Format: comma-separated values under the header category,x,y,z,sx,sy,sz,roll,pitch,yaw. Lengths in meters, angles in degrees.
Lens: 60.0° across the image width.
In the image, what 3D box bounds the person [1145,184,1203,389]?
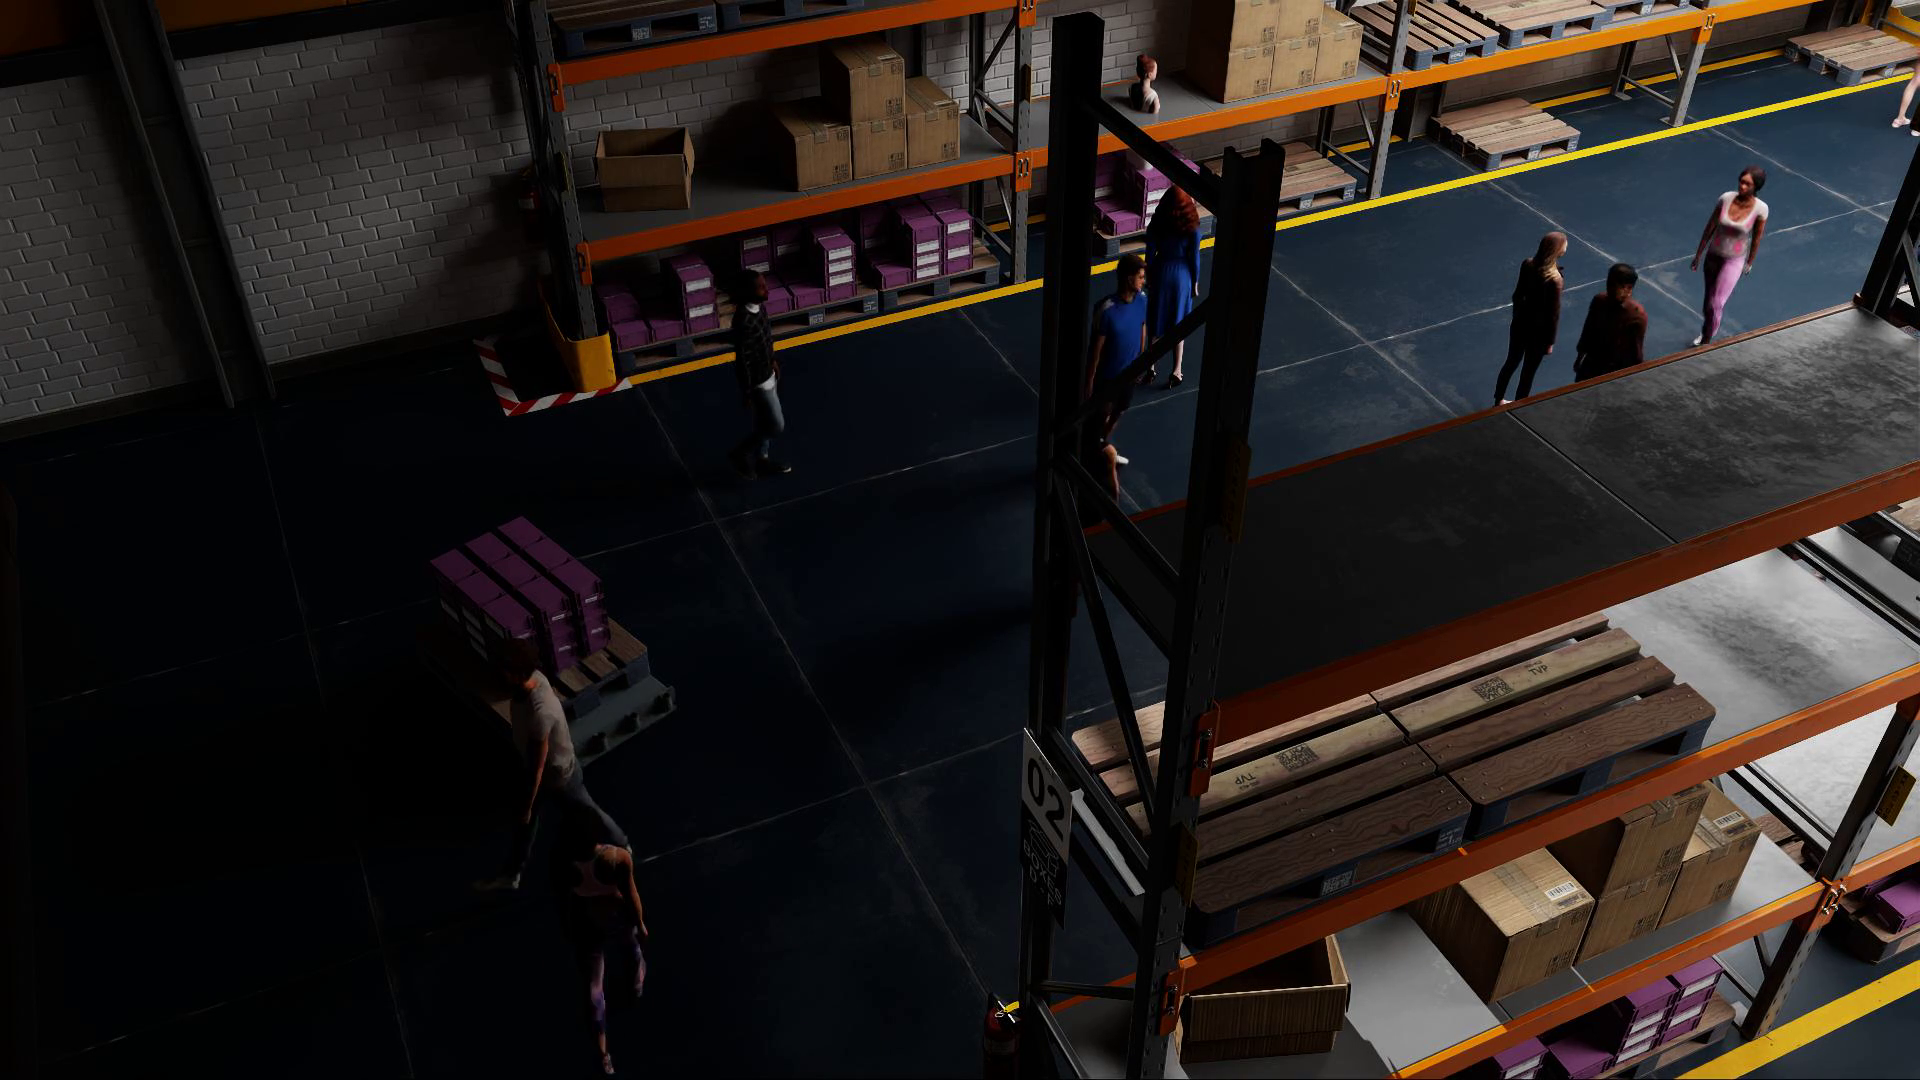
category,x,y,z,sx,sy,sz,roll,pitch,yaw
person,1.709,-2.053,13.551,0.702,1.829,0.768,11,40,14

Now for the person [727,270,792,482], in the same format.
category,x,y,z,sx,sy,sz,roll,pitch,yaw
person,-1.616,-1.237,12.549,0.876,1.806,0.827,2,39,3

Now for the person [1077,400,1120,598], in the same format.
category,x,y,z,sx,sy,sz,roll,pitch,yaw
person,0.803,-0.221,11.382,0.729,1.673,0.779,27,46,30

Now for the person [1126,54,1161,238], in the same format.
category,x,y,z,sx,sy,sz,roll,pitch,yaw
person,1.681,-3.712,15.659,0.534,1.793,0.576,-22,43,-25

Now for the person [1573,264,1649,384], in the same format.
category,x,y,z,sx,sy,sz,roll,pitch,yaw
person,4.984,-1.359,12.742,0.771,1.756,0.770,28,47,31

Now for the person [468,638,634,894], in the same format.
category,x,y,z,sx,sy,sz,roll,pitch,yaw
person,-2.211,1.276,9.371,1.207,1.844,0.785,-22,44,-26

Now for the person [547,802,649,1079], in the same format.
category,x,y,z,sx,sy,sz,roll,pitch,yaw
person,-1.835,2.025,8.516,1.090,1.741,0.857,-6,39,-8

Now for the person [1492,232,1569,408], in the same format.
category,x,y,z,sx,sy,sz,roll,pitch,yaw
person,4.519,-1.671,13.174,0.477,1.704,0.600,-16,41,-19

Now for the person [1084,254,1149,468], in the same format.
category,x,y,z,sx,sy,sz,roll,pitch,yaw
person,1.124,-1.289,12.592,0.645,1.834,0.950,-20,43,-23

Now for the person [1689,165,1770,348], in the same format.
category,x,y,z,sx,sy,sz,roll,pitch,yaw
person,6.501,-2.381,14.051,0.925,1.719,0.729,-29,47,-31
